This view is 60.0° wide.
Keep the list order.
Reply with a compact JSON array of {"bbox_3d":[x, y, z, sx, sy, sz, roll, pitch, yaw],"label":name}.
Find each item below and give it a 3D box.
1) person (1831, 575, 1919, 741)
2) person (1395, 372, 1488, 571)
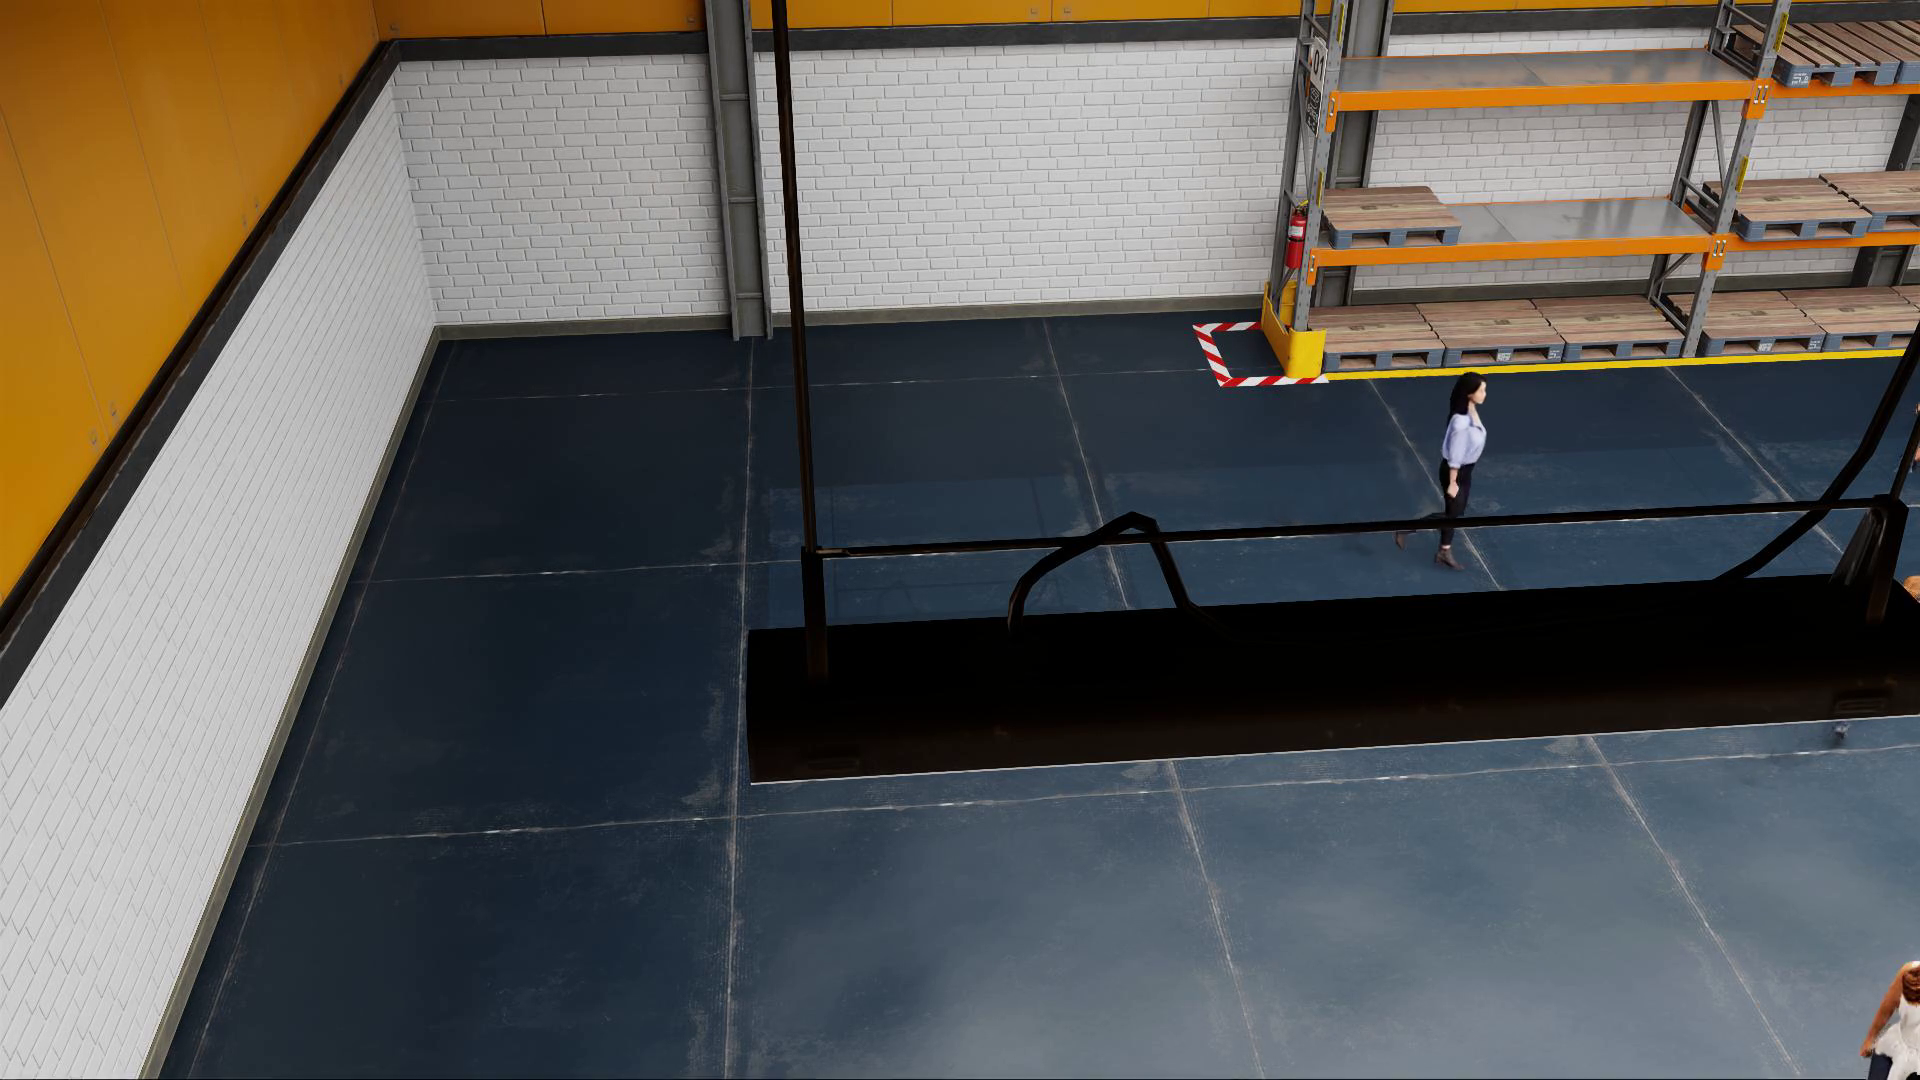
[{"bbox_3d":[6.329,0.819,11.438,0.953,1.290,0.710,-16,37,-22],"label":"person"},{"bbox_3d":[3.803,-0.531,13.068,0.982,1.733,0.886,15,36,21],"label":"person"}]
